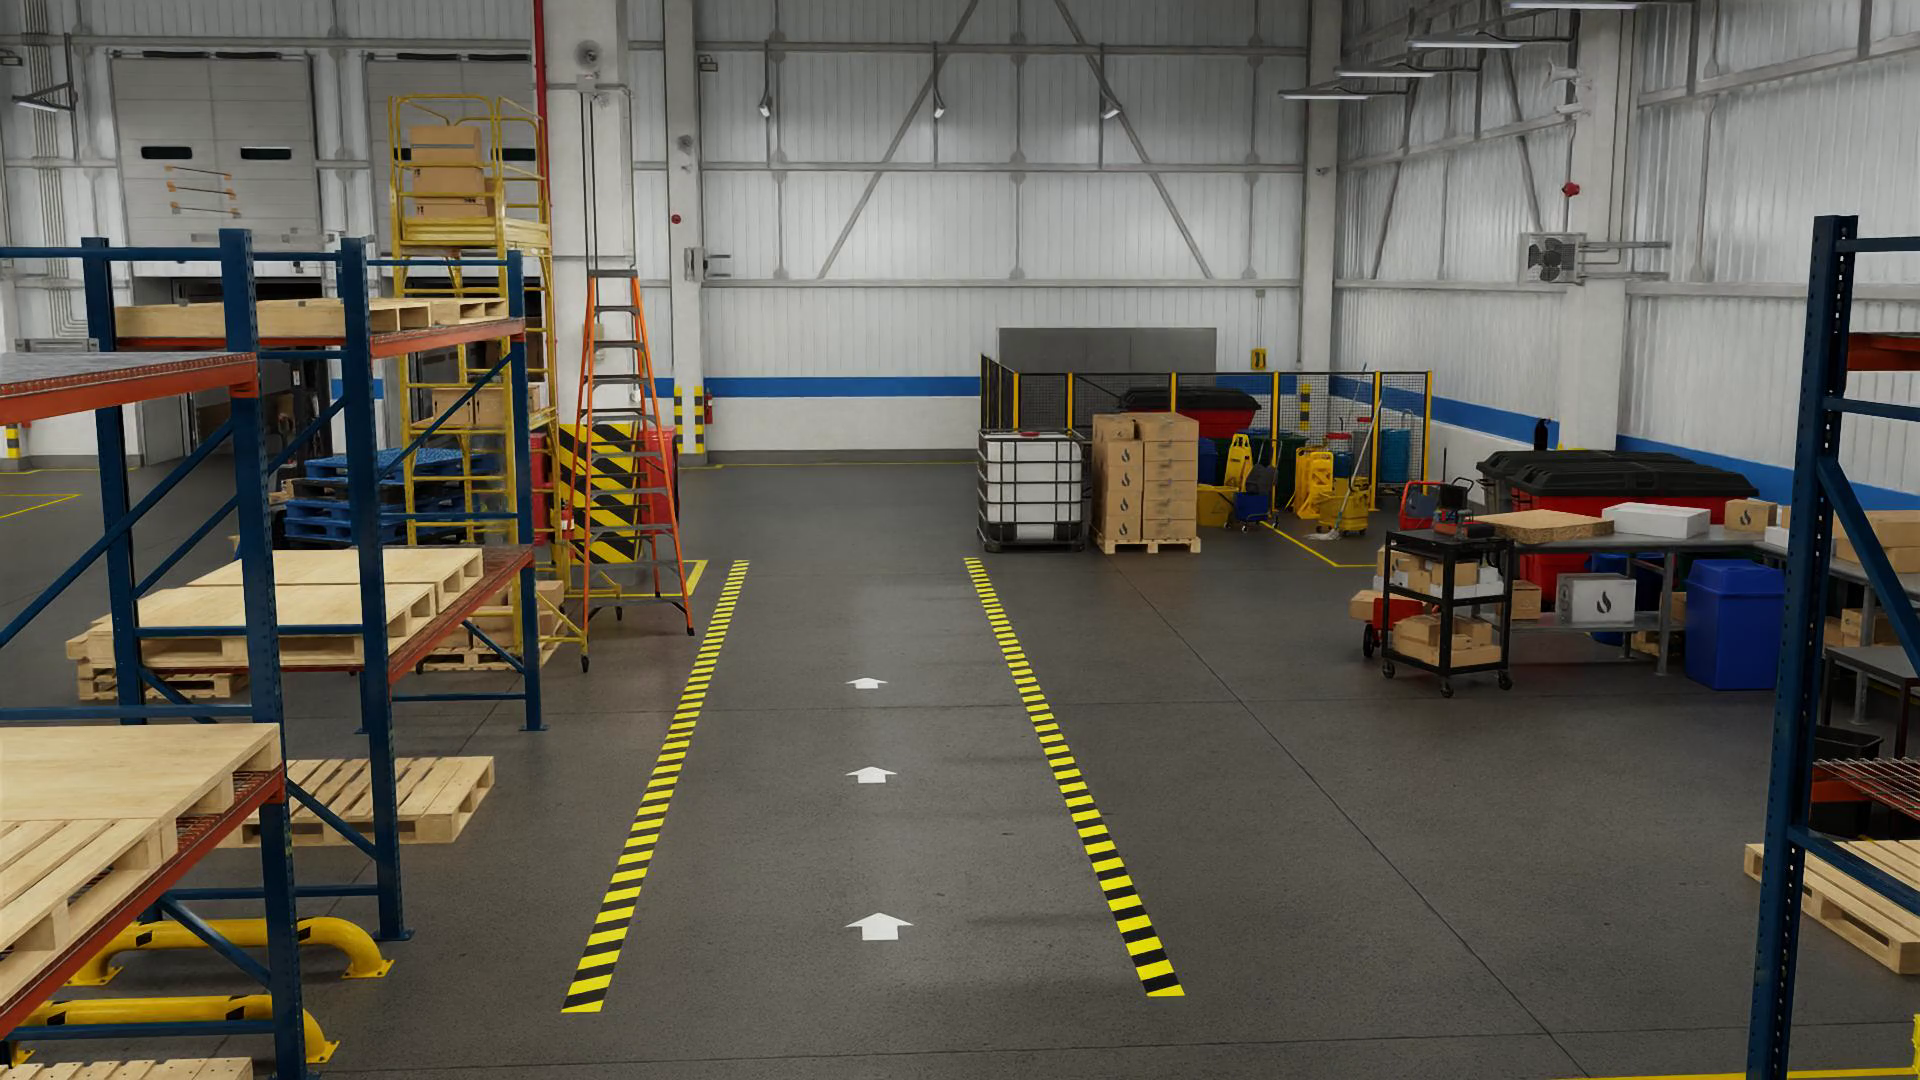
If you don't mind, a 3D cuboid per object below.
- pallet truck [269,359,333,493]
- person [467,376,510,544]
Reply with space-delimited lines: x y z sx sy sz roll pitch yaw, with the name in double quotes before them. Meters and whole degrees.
"pallet truck" -7.062 -1.131 18.996 1.885 1.965 0.823 2 9 13
"person" -4.744 -0.635 16.155 0.954 1.900 0.648 -5 10 -27
